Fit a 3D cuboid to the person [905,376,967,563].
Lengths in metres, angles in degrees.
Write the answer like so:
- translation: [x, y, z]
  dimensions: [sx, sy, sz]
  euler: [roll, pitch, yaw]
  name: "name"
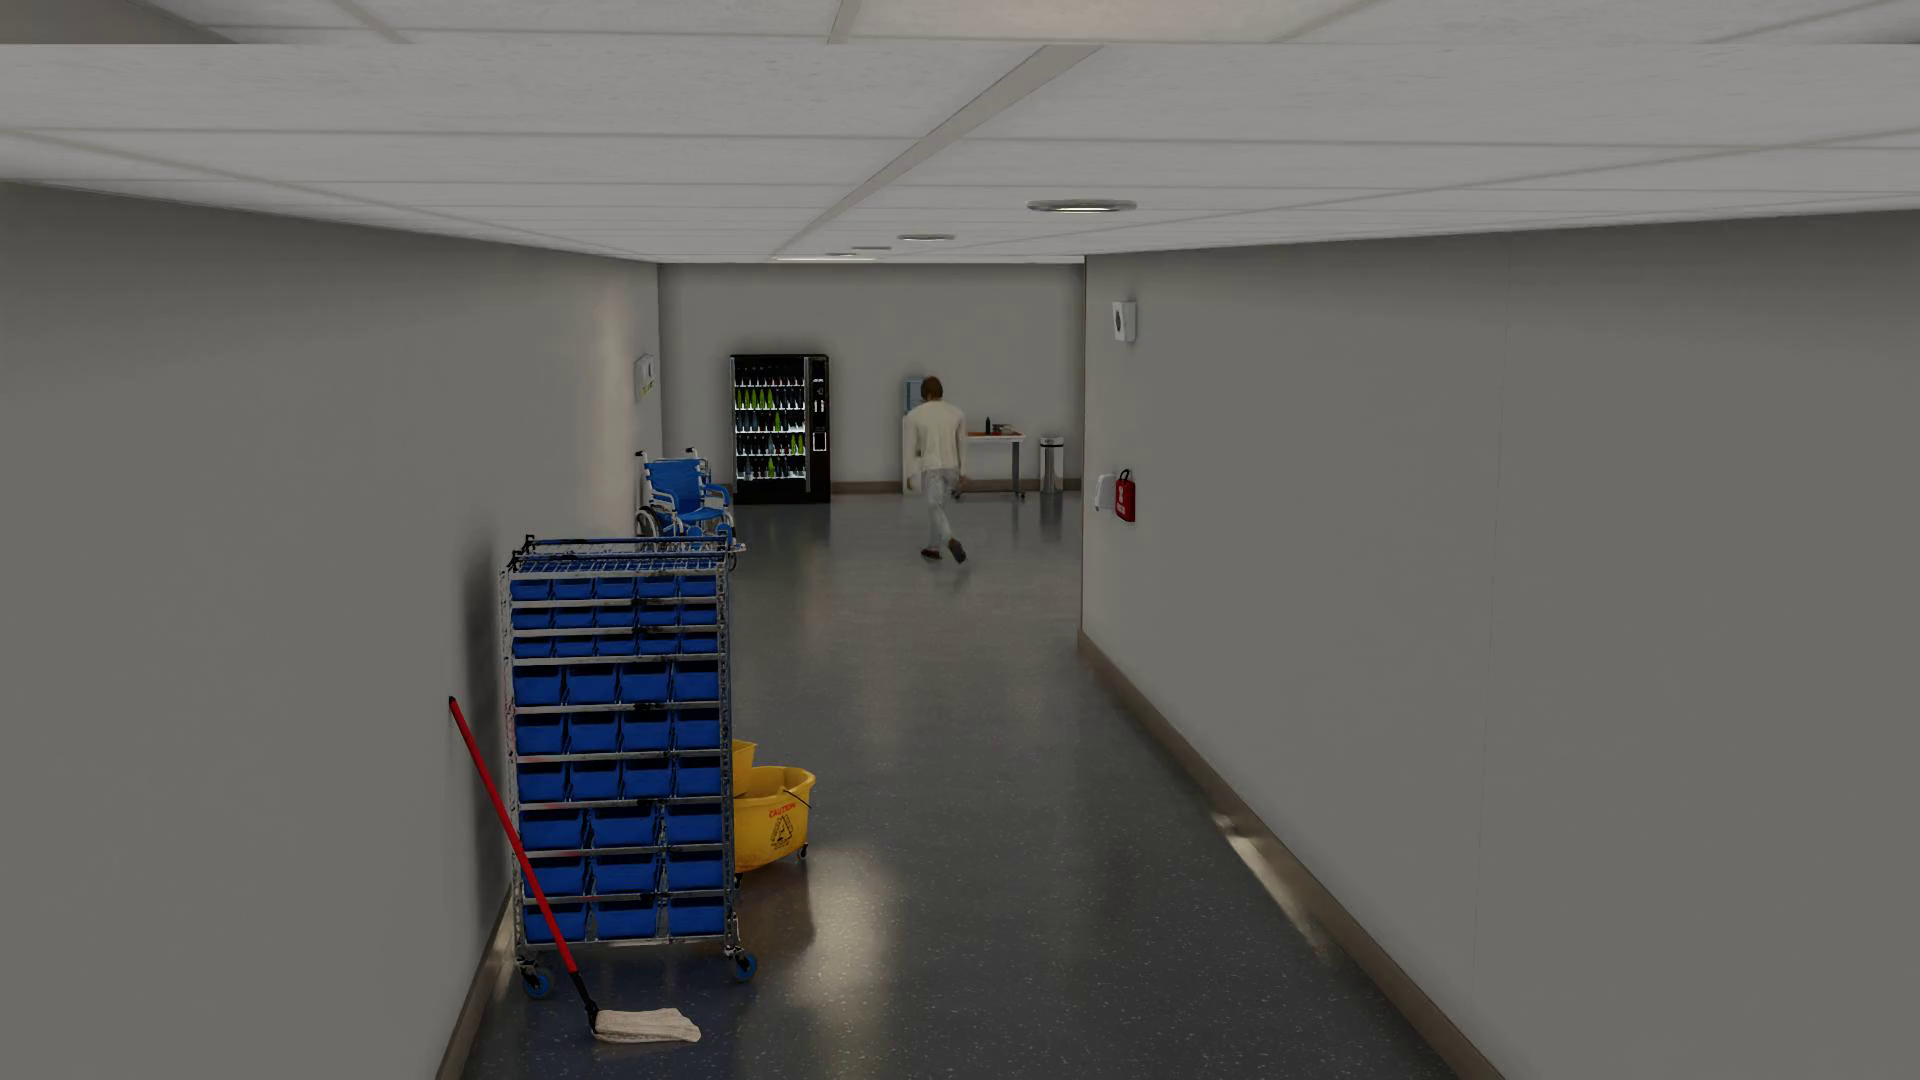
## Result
- translation: [-0.188, -0.681, 16.525]
  dimensions: [0.643, 1.887, 0.930]
  euler: [-4, 10, -25]
  name: "person"
